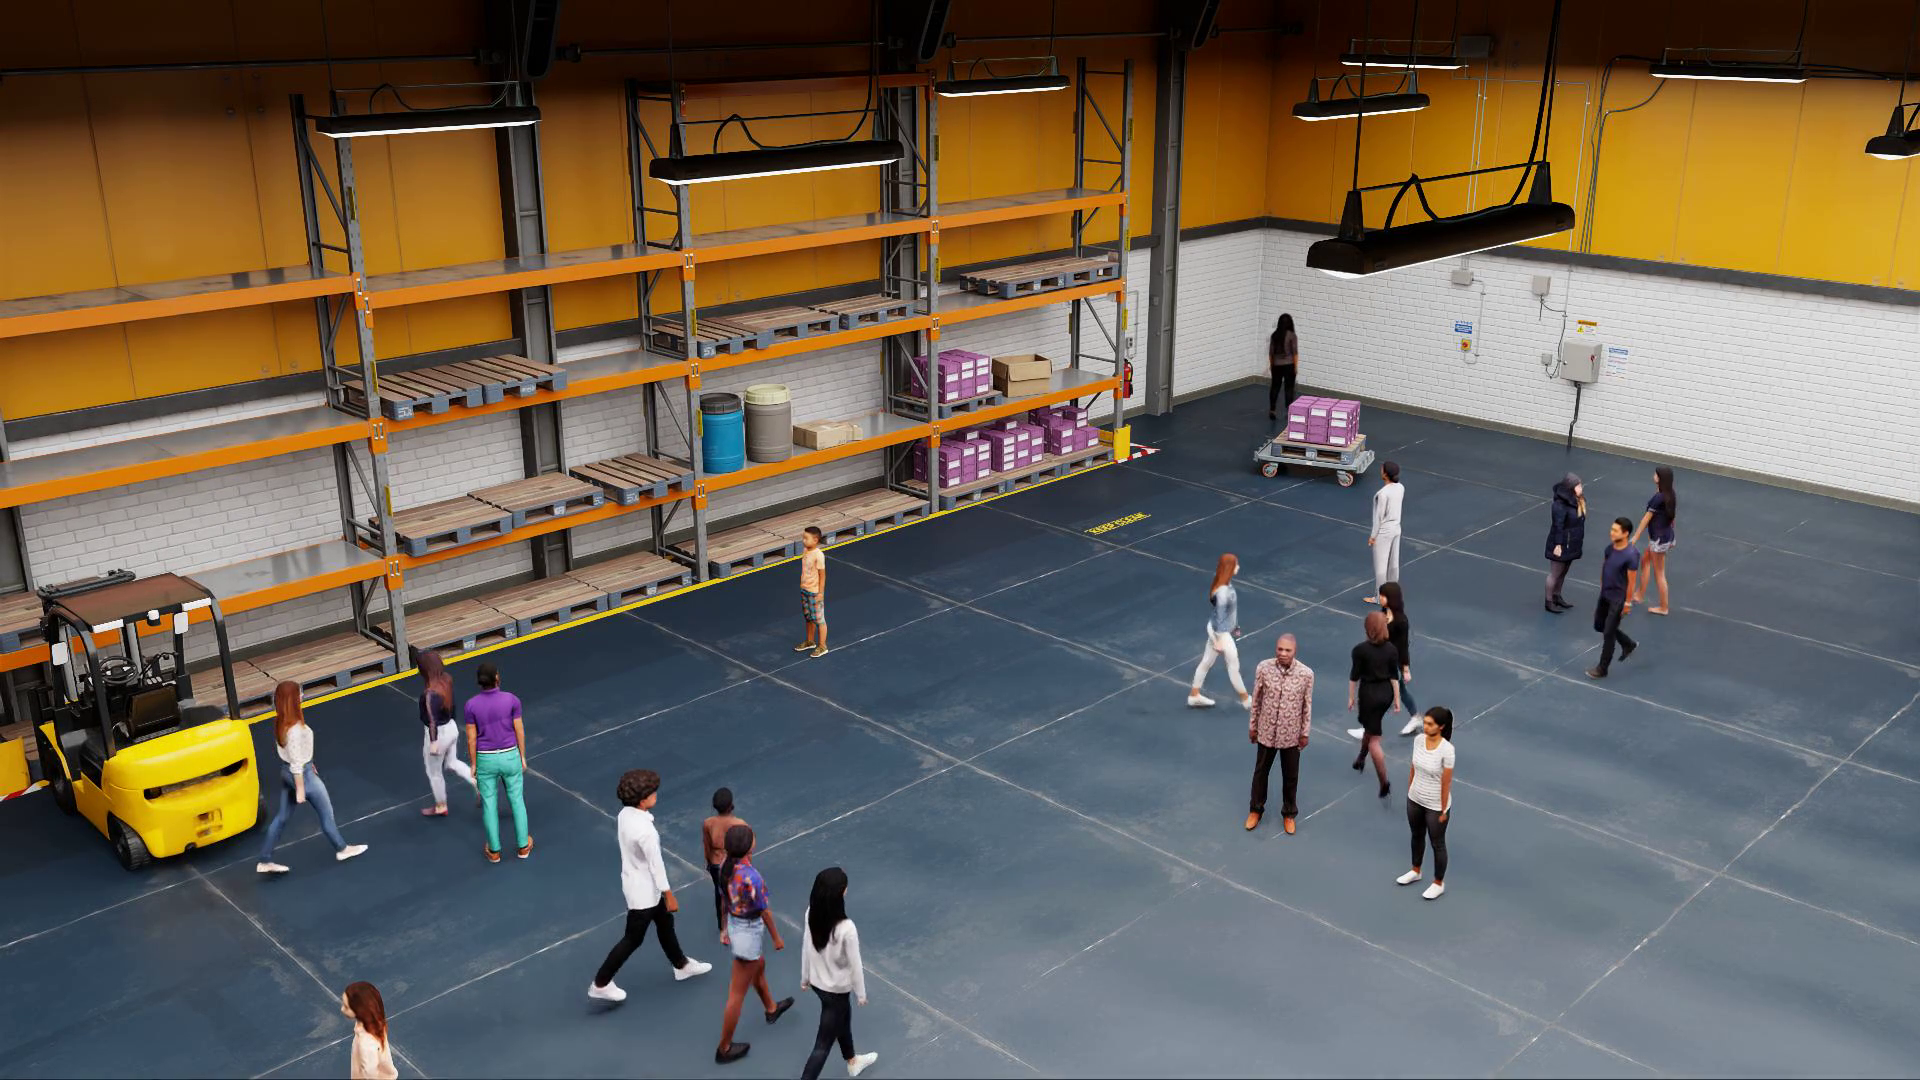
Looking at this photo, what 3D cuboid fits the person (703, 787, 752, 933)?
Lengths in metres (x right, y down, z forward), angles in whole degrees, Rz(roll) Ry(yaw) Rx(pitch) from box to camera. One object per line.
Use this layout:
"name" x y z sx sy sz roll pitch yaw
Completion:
"person" -1.805 2.517 12.768 0.610 1.245 0.671 0 19 -1

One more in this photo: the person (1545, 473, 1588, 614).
"person" 7.087 0.020 19.511 0.568 1.674 0.714 -17 25 -42

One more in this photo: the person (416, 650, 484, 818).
"person" -4.495 1.719 14.596 0.971 1.590 0.935 1 19 4

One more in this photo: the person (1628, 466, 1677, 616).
"person" 8.230 0.038 19.354 0.664 1.738 0.774 17 25 41

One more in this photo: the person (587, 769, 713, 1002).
"person" -2.357 2.519 11.945 1.251 1.765 0.919 -9 20 -24

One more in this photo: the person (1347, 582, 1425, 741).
"person" 4.299 1.175 16.173 1.177 1.615 0.974 -6 20 -18

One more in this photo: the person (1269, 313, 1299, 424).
"person" 5.411 -2.885 27.877 0.707 1.840 0.666 12 22 31

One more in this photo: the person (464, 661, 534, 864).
"person" -3.872 1.848 13.936 0.637 1.767 0.758 -6 19 -17

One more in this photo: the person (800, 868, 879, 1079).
"person" -0.898 2.952 10.817 0.623 1.666 1.073 17 25 41

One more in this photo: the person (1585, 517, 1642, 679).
"person" 7.011 0.605 17.614 1.037 1.776 0.893 -6 19 -17

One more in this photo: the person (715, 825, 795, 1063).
"person" -1.538 2.764 11.303 0.994 1.711 0.636 -15 24 -37

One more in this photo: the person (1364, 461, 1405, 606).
"person" 5.068 -0.094 19.751 0.467 1.736 0.702 -16 25 -40

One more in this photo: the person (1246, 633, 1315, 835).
"person" 2.780 1.652 14.454 0.772 1.808 0.775 5 19 14

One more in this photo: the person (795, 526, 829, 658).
"person" -1.615 0.544 18.287 0.495 1.461 0.523 -16 24 -39

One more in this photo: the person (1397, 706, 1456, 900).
"person" 3.795 2.091 13.411 0.566 1.641 0.598 -11 22 -30

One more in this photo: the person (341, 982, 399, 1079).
"person" -3.528 3.310 10.043 0.613 1.481 0.625 -7 20 -21

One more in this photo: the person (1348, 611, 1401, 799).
"person" 3.790 1.523 15.078 1.101 1.654 1.063 -4 19 -13

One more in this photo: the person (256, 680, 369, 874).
"person" -5.528 1.979 13.664 1.128 1.693 0.652 -14 23 -36

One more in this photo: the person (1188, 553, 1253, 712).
"person" 2.533 0.949 16.772 1.082 1.662 1.057 1 19 4
